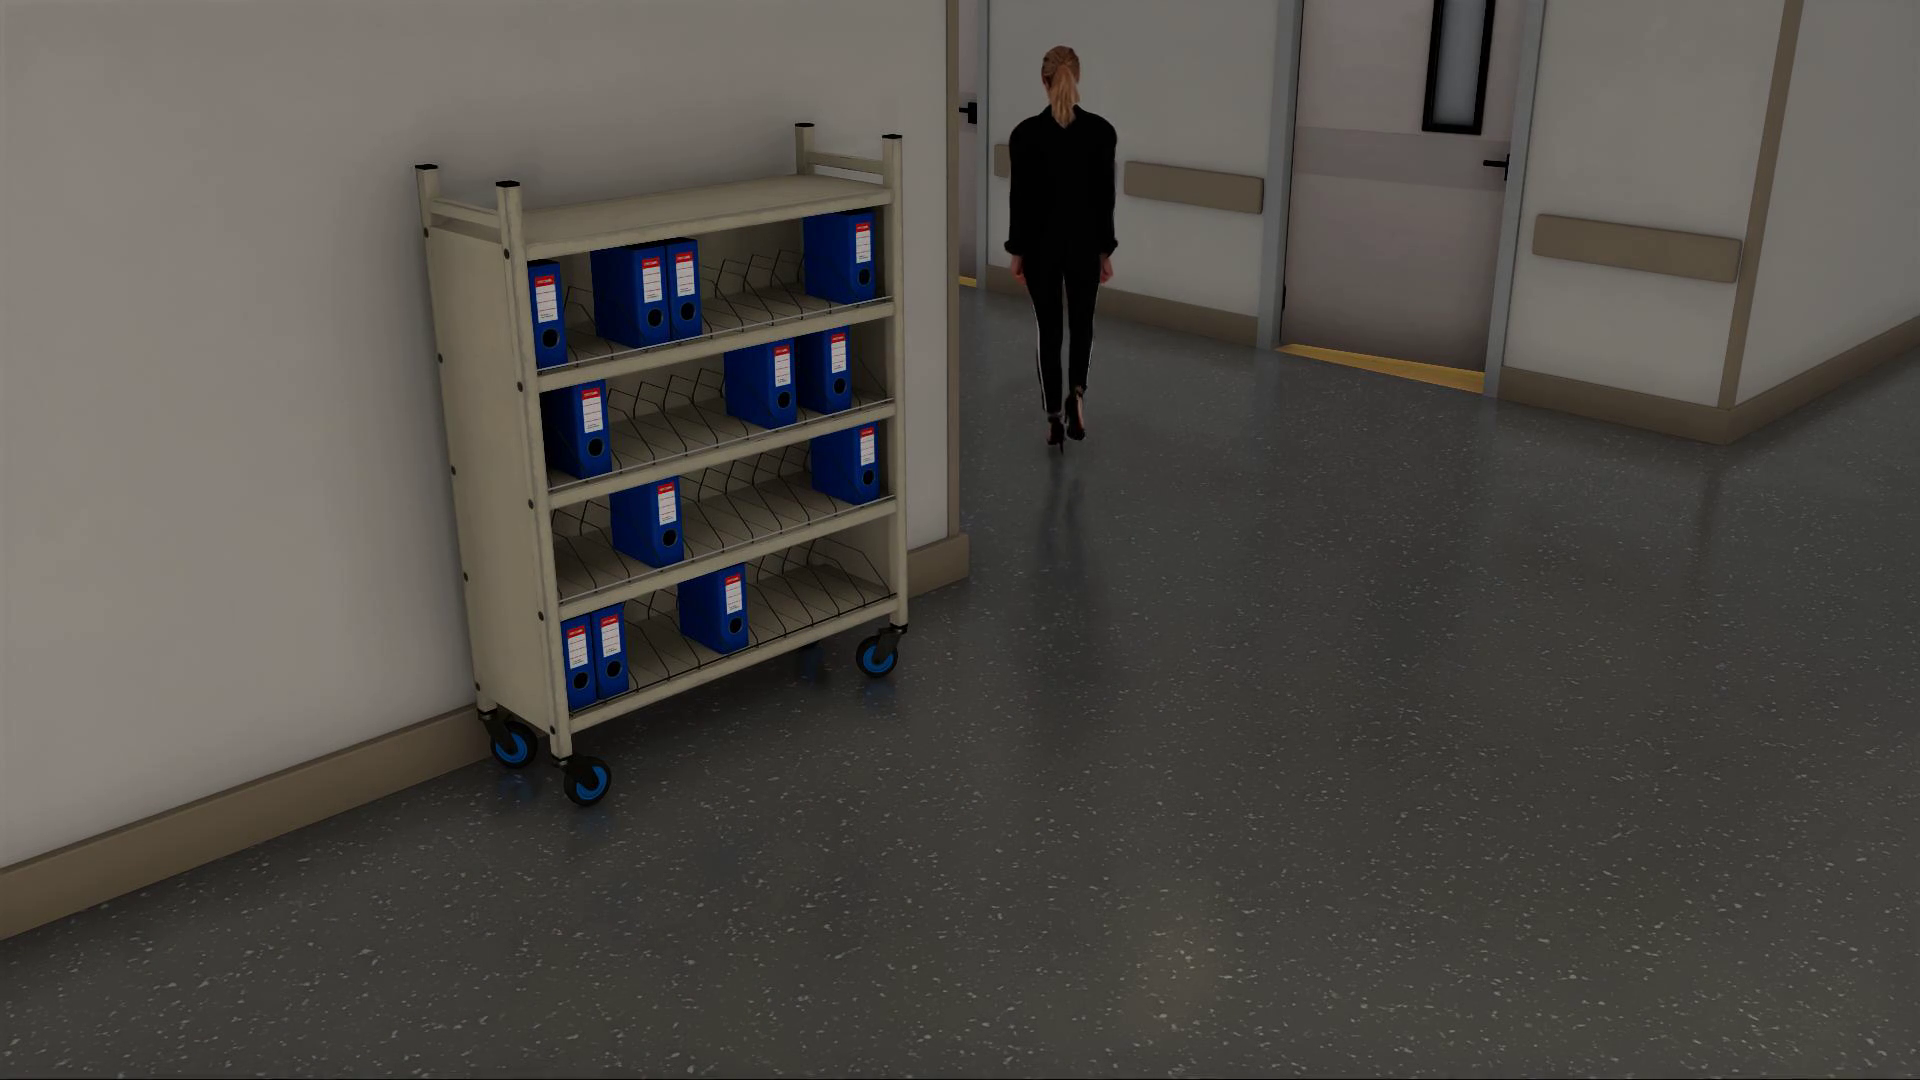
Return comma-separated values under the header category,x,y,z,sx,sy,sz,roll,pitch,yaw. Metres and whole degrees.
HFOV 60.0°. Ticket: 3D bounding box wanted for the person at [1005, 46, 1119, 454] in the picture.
category,x,y,z,sx,sy,sz,roll,pitch,yaw
person,0.434,-1.158,6.909,0.785,1.699,0.848,-1,21,-2
